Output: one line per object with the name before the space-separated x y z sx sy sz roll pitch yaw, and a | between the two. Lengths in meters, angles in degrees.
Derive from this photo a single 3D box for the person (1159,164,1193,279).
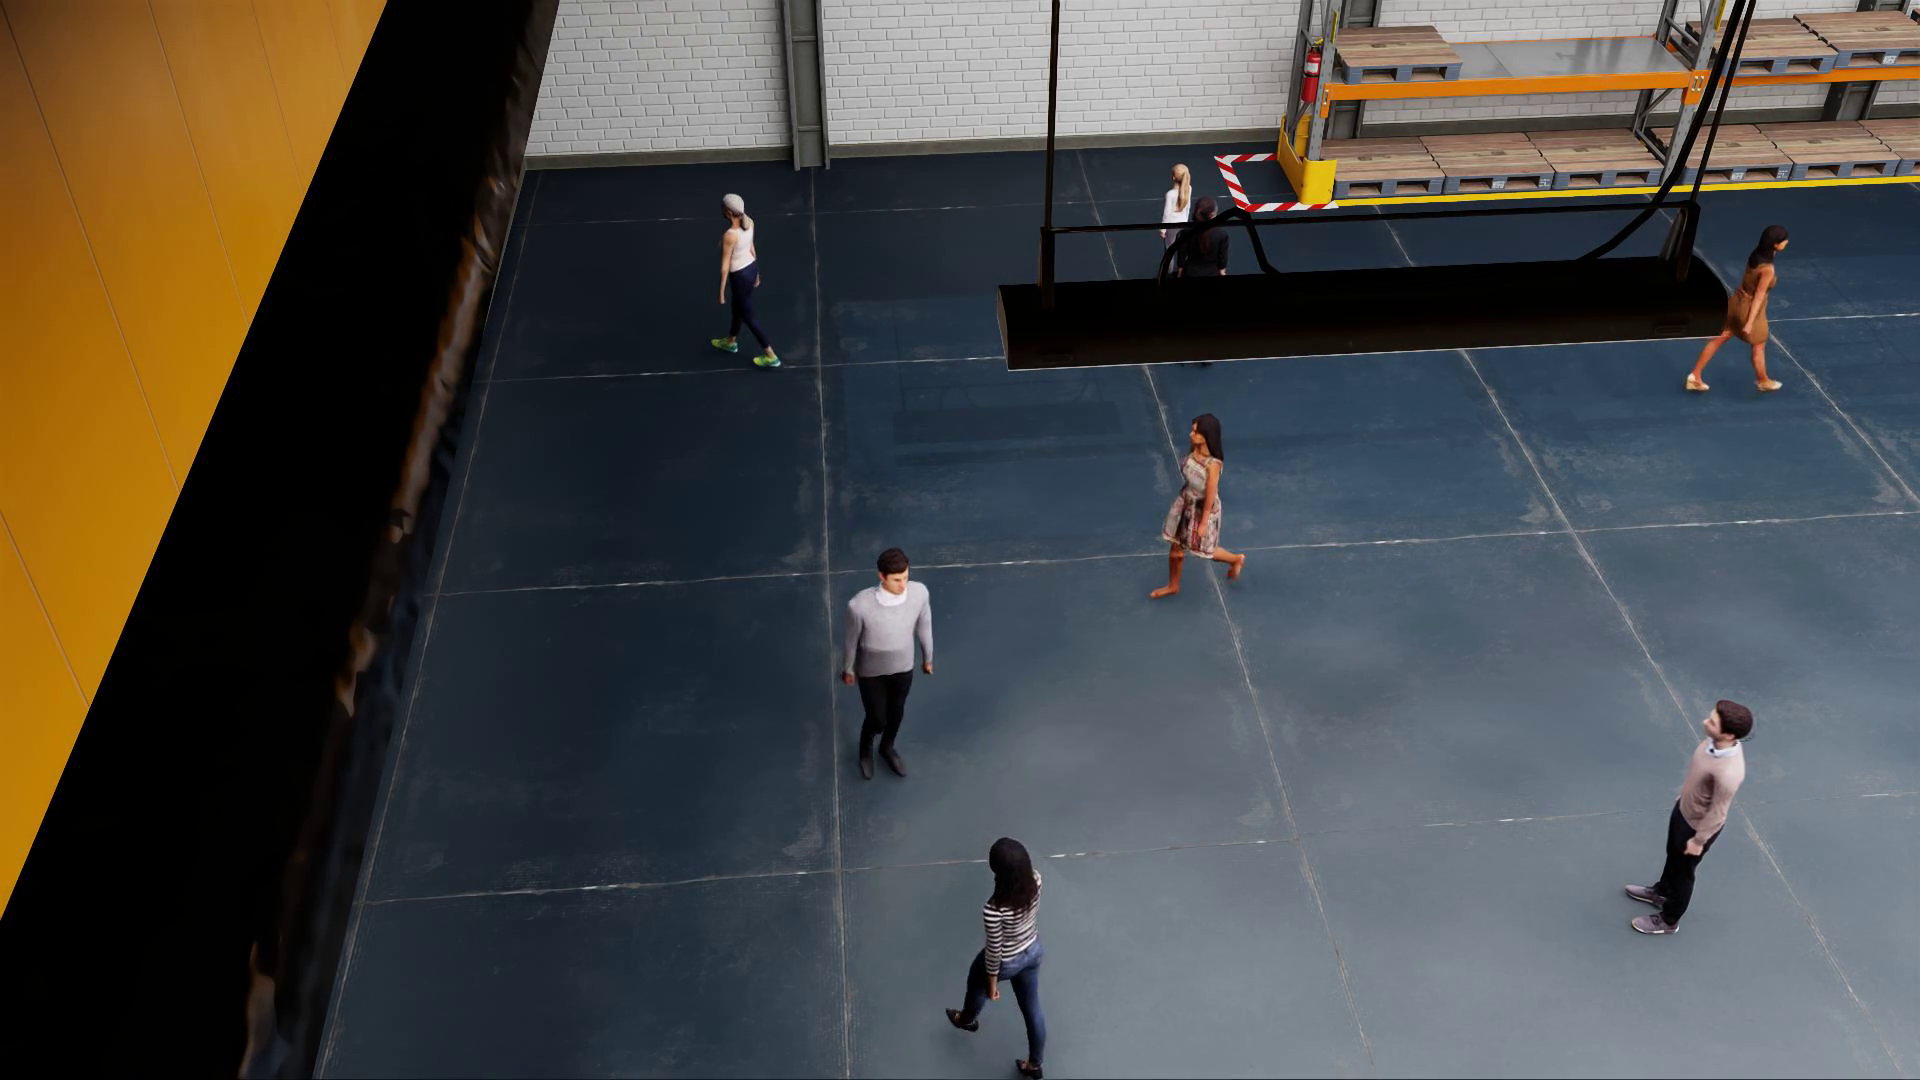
person | 2.097 -3.049 16.114 0.553 1.279 0.634 -23 44 -26

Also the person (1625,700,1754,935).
person | 4.340 1.638 9.821 0.637 1.808 0.687 7 39 9

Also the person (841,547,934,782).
person | -0.527 0.749 10.859 0.735 1.902 0.903 -15 41 -18

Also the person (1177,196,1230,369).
person | 2.140 -2.283 14.850 0.580 1.659 0.719 8 39 10

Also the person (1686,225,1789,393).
person | 6.745 -1.961 14.459 1.068 1.644 0.673 1 39 1

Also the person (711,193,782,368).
person | -1.877 -2.274 14.828 1.106 1.674 0.928 16 41 19

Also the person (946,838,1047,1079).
person | 0.340 2.338 8.985 0.992 1.758 1.011 -31 48 -33

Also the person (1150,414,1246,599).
person | 1.837 -0.232 12.308 1.059 1.627 0.843 -14 41 -17
